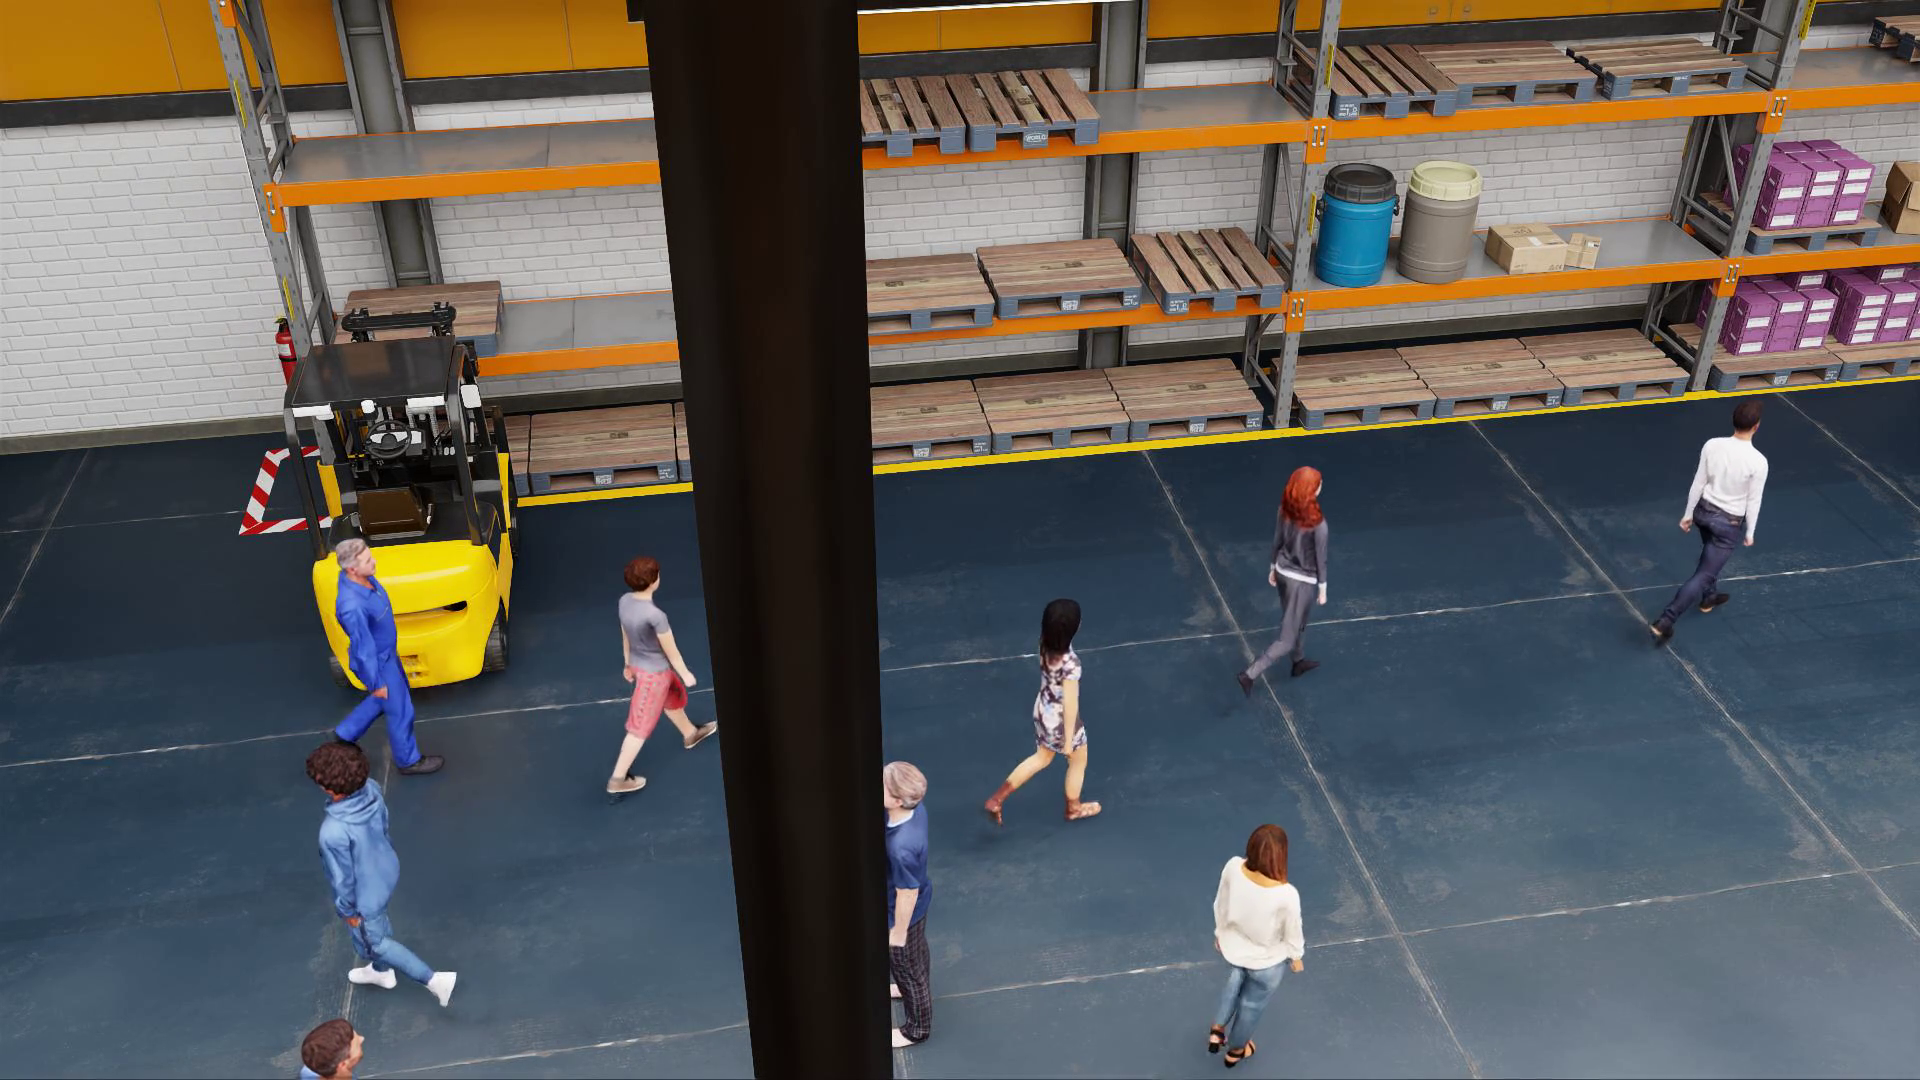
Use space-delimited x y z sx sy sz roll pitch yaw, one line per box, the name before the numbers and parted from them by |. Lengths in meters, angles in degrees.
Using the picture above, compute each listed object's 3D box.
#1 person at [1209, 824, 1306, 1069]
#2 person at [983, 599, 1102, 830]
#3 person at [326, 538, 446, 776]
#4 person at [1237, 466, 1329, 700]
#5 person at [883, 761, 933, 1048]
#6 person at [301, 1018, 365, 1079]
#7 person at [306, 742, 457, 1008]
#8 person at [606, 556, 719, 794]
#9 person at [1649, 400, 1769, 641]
person | 1.454 2.134 8.499 0.772 1.671 0.737 -27 42 -34
person | 0.507 1.107 10.009 1.093 1.710 0.778 -15 36 -21
person | -3.744 0.762 10.439 0.942 1.808 0.771 -8 34 -11
person | 2.201 0.321 11.147 1.124 1.759 0.841 -20 38 -27
person | -0.289 1.887 8.691 0.620 1.871 0.704 1 34 1
person | -2.664 2.821 7.300 0.770 1.853 0.762 -23 40 -30
person | -3.101 1.821 8.860 1.112 1.793 0.924 8 34 11
person | -2.001 0.882 10.437 1.217 1.611 0.963 -25 41 -32
person | 5.294 -0.097 11.708 1.318 1.835 0.971 -20 39 -27
